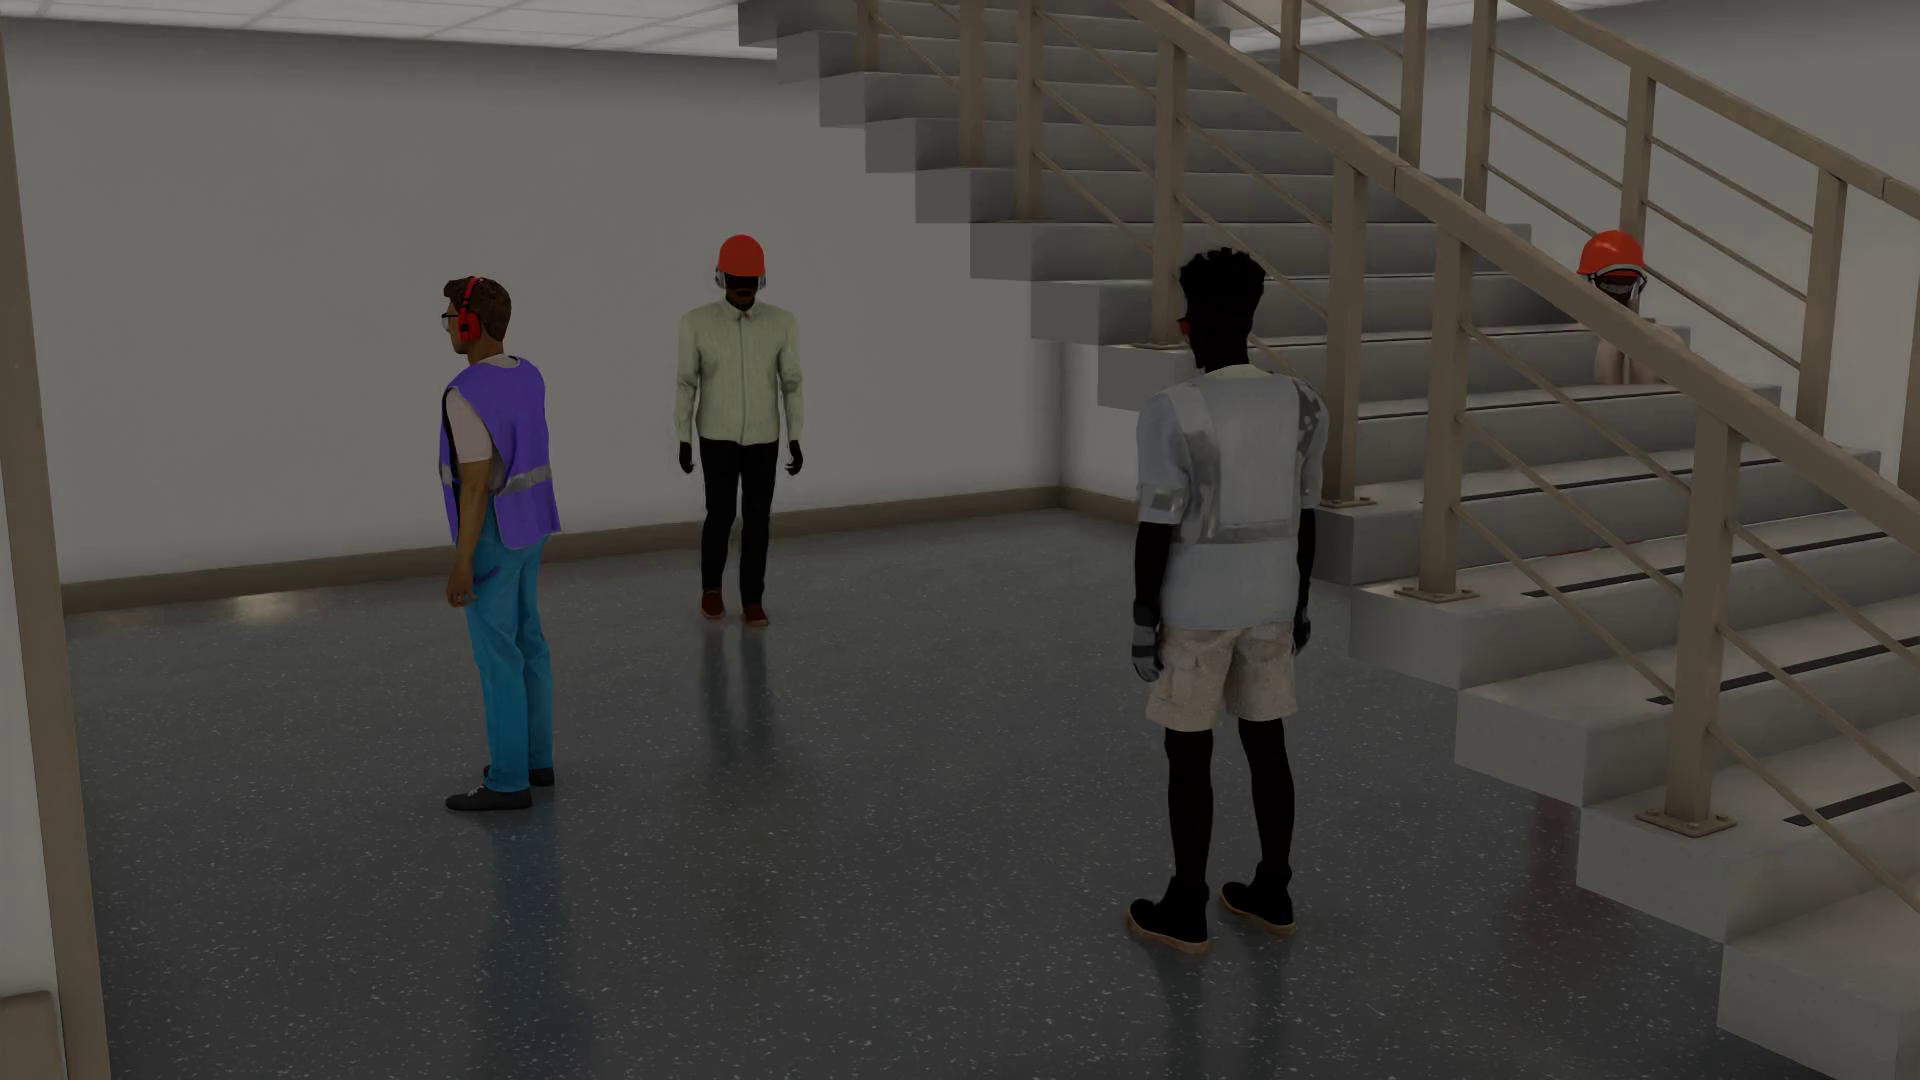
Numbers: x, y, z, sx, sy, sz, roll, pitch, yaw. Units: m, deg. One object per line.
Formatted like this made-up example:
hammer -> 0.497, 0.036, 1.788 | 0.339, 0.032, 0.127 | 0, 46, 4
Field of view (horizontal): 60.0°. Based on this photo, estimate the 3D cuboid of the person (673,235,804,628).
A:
person -> -1.084, -0.515, 8.254 | 0.626, 1.968, 0.502 | -4, 12, -21

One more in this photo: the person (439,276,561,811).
person -> -1.593, 0.018, 5.765 | 0.384, 1.845, 0.569 | 2, 11, 8

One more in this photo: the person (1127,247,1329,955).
person -> 0.737, 0.173, 4.648 | 0.602, 1.957, 0.366 | -5, 12, -25

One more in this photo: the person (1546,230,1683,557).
person -> 2.500, -0.203, 6.534 | 0.612, 1.995, 0.382 | -2, 11, -9
